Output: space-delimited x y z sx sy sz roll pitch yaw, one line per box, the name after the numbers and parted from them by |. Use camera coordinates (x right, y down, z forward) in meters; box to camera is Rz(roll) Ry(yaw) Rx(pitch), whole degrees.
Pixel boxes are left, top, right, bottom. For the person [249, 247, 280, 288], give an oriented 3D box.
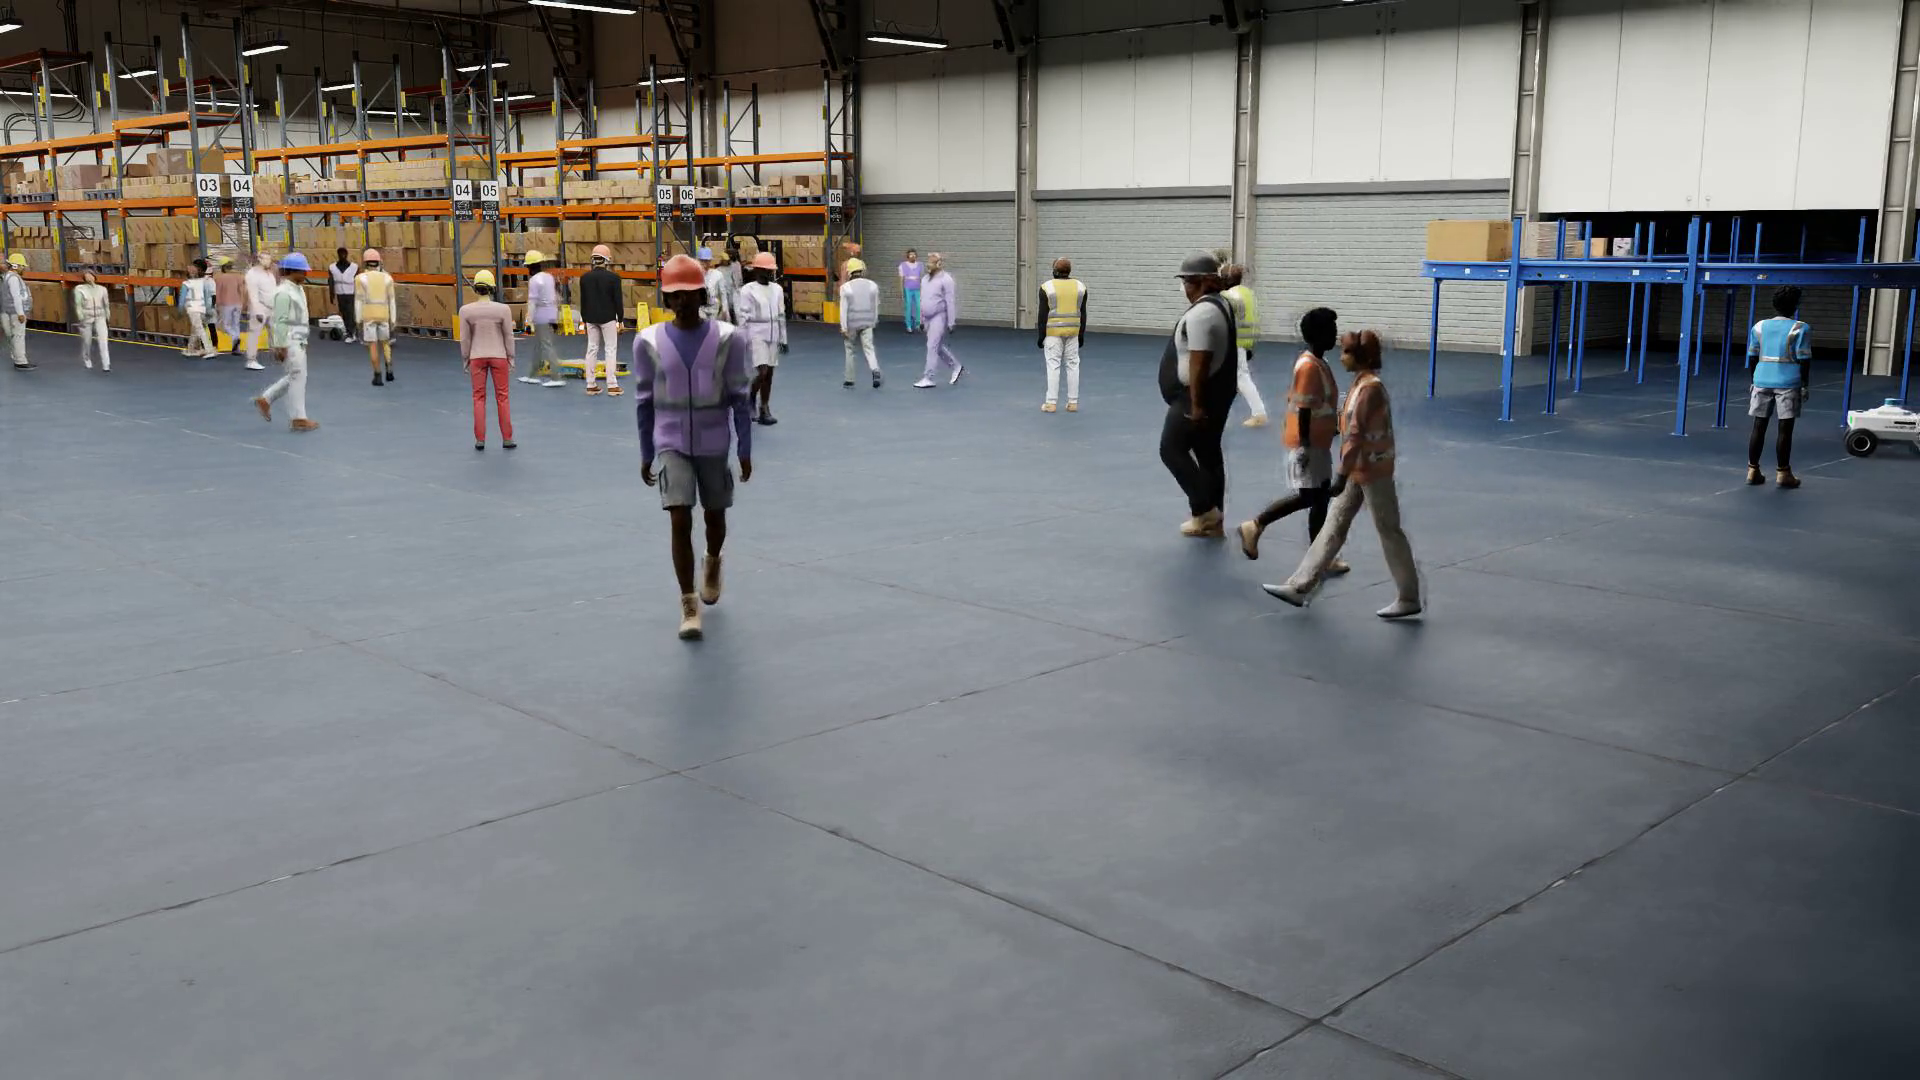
-13.525 -4.753 32.414 0.673 1.875 0.835 -8 13 -38 | person

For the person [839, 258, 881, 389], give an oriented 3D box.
-1.371 -2.979 22.920 0.598 1.806 0.769 -5 11 -24 | person

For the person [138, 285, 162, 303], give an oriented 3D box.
-20.733 -6.647 42.554 0.373 1.940 0.627 9 14 41 | person

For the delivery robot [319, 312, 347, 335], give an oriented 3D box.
-12.767 -4.417 34.030 0.707 0.478 0.477 6 12 28 | delivery robot

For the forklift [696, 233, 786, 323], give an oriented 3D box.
-5.496 -6.489 41.108 2.313 2.155 1.214 -10 14 -44 | forklift

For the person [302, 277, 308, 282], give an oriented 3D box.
-17.946 -6.997 45.332 0.407 1.621 0.504 5 12 26 | person

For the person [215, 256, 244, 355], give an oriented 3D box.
-12.865 -4.135 29.375 0.467 1.749 0.528 7 13 35 | person

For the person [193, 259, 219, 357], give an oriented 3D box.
-13.148 -4.028 28.930 0.534 1.697 0.322 5 11 24 | person

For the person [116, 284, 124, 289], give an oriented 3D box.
-21.588 -6.526 42.295 0.639 1.787 0.413 -4 11 -18 | person

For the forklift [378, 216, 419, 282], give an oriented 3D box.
-17.868 -9.201 54.028 1.873 2.768 1.129 -10 14 -44 | forklift

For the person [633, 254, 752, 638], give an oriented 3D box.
-1.443 -0.534 9.018 0.617 2.016 0.870 -1 10 -7 | person

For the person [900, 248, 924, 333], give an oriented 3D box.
-1.008 -5.384 35.989 0.594 1.817 0.736 -4 11 -20 | person

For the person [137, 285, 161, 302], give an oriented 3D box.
-21.433 -6.837 43.860 0.597 1.853 0.920 -10 14 -43 | person

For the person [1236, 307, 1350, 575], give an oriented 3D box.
2.115 -0.620 10.410 0.632 1.679 0.538 4 11 21 | person

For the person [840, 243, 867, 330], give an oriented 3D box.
-2.290 -5.371 35.600 1.048 1.948 0.623 9 14 42 | person

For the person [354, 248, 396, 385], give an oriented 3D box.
-8.324 -3.169 23.644 0.544 1.922 0.408 -8 13 -38 | person

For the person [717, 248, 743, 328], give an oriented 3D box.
-5.314 -5.855 38.599 0.872 1.817 0.633 4 11 21 | person

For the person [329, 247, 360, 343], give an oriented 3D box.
-12.183 -4.878 33.058 0.616 1.887 0.822 -1 10 -5 | person

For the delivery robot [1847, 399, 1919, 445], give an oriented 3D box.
8.978 -1.124 16.071 0.707 0.478 0.477 5 11 25 | delivery robot

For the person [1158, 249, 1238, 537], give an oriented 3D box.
1.657 -1.007 11.633 0.538 2.000 0.694 5 12 27 | person

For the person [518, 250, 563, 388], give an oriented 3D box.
-5.947 -3.084 23.251 0.885 1.887 0.598 2 11 13 | person

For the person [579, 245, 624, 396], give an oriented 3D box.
-4.767 -2.931 22.187 0.605 1.986 0.415 3 11 17 | person

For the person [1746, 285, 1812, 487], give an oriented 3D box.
6.946 -1.309 14.105 0.315 1.695 0.541 -7 13 -34 | person

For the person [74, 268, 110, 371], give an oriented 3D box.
-13.614 -3.464 26.092 0.507 1.603 0.777 -9 13 -39 | person

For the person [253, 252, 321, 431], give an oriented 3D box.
-7.370 -2.163 18.129 0.703 1.927 0.635 -1 10 -7 | person

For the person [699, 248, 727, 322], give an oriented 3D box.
-3.934 -3.593 25.980 0.641 1.899 0.988 -5 11 -24 | person

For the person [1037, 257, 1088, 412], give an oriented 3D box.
1.219 -2.475 20.062 0.633 1.846 0.429 -4 11 -19 | person

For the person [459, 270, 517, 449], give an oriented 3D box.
-4.688 -1.790 16.535 0.524 1.770 0.315 -2 11 -8 | person

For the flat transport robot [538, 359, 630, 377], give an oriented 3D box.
-5.719 -2.602 25.160 1.431 0.197 0.652 8 13 36 | flat transport robot

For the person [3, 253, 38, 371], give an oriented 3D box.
-14.850 -3.598 26.243 0.404 1.822 0.587 -7 13 -34 | person

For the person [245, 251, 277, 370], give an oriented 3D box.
-10.868 -3.603 26.163 0.970 1.852 0.672 2 11 12 | person

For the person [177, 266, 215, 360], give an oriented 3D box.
-13.140 -3.897 28.527 0.877 1.590 0.526 3 11 16 | person

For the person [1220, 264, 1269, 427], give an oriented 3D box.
3.060 -2.163 18.527 0.977 1.795 0.641 6 12 29 | person

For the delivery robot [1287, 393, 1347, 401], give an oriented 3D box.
3.914 -1.612 18.025 0.698 0.223 0.335 6 12 30 | delivery robot

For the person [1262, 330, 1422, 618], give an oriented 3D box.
2.162 -0.356 9.194 0.901 1.583 0.531 0 10 2 | person

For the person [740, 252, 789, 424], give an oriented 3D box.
-2.184 -2.259 18.666 0.411 1.922 0.541 10 14 43 | person

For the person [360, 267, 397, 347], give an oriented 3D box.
-11.092 -4.572 31.666 0.975 1.800 0.516 7 13 35 | person

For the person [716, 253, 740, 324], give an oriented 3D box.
-5.372 -5.727 38.195 0.497 1.696 0.899 -7 12 -33 | person

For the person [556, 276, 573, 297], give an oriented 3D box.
-10.531 -6.940 44.192 0.516 1.921 0.551 10 14 42 | person

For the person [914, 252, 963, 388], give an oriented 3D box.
-0.290 -3.102 23.391 0.871 1.882 0.657 -8 13 -36 | person

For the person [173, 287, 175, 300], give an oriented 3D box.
-21.749 -7.406 46.516 0.892 2.016 0.608 -1 10 -5 | person

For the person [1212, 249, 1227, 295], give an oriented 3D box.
4.205 -3.827 27.340 1.040 1.880 0.647 -1 10 -5 | person

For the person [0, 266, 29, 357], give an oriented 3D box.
-16.088 -3.852 28.221 0.514 1.605 0.723 -5 11 -25 | person
